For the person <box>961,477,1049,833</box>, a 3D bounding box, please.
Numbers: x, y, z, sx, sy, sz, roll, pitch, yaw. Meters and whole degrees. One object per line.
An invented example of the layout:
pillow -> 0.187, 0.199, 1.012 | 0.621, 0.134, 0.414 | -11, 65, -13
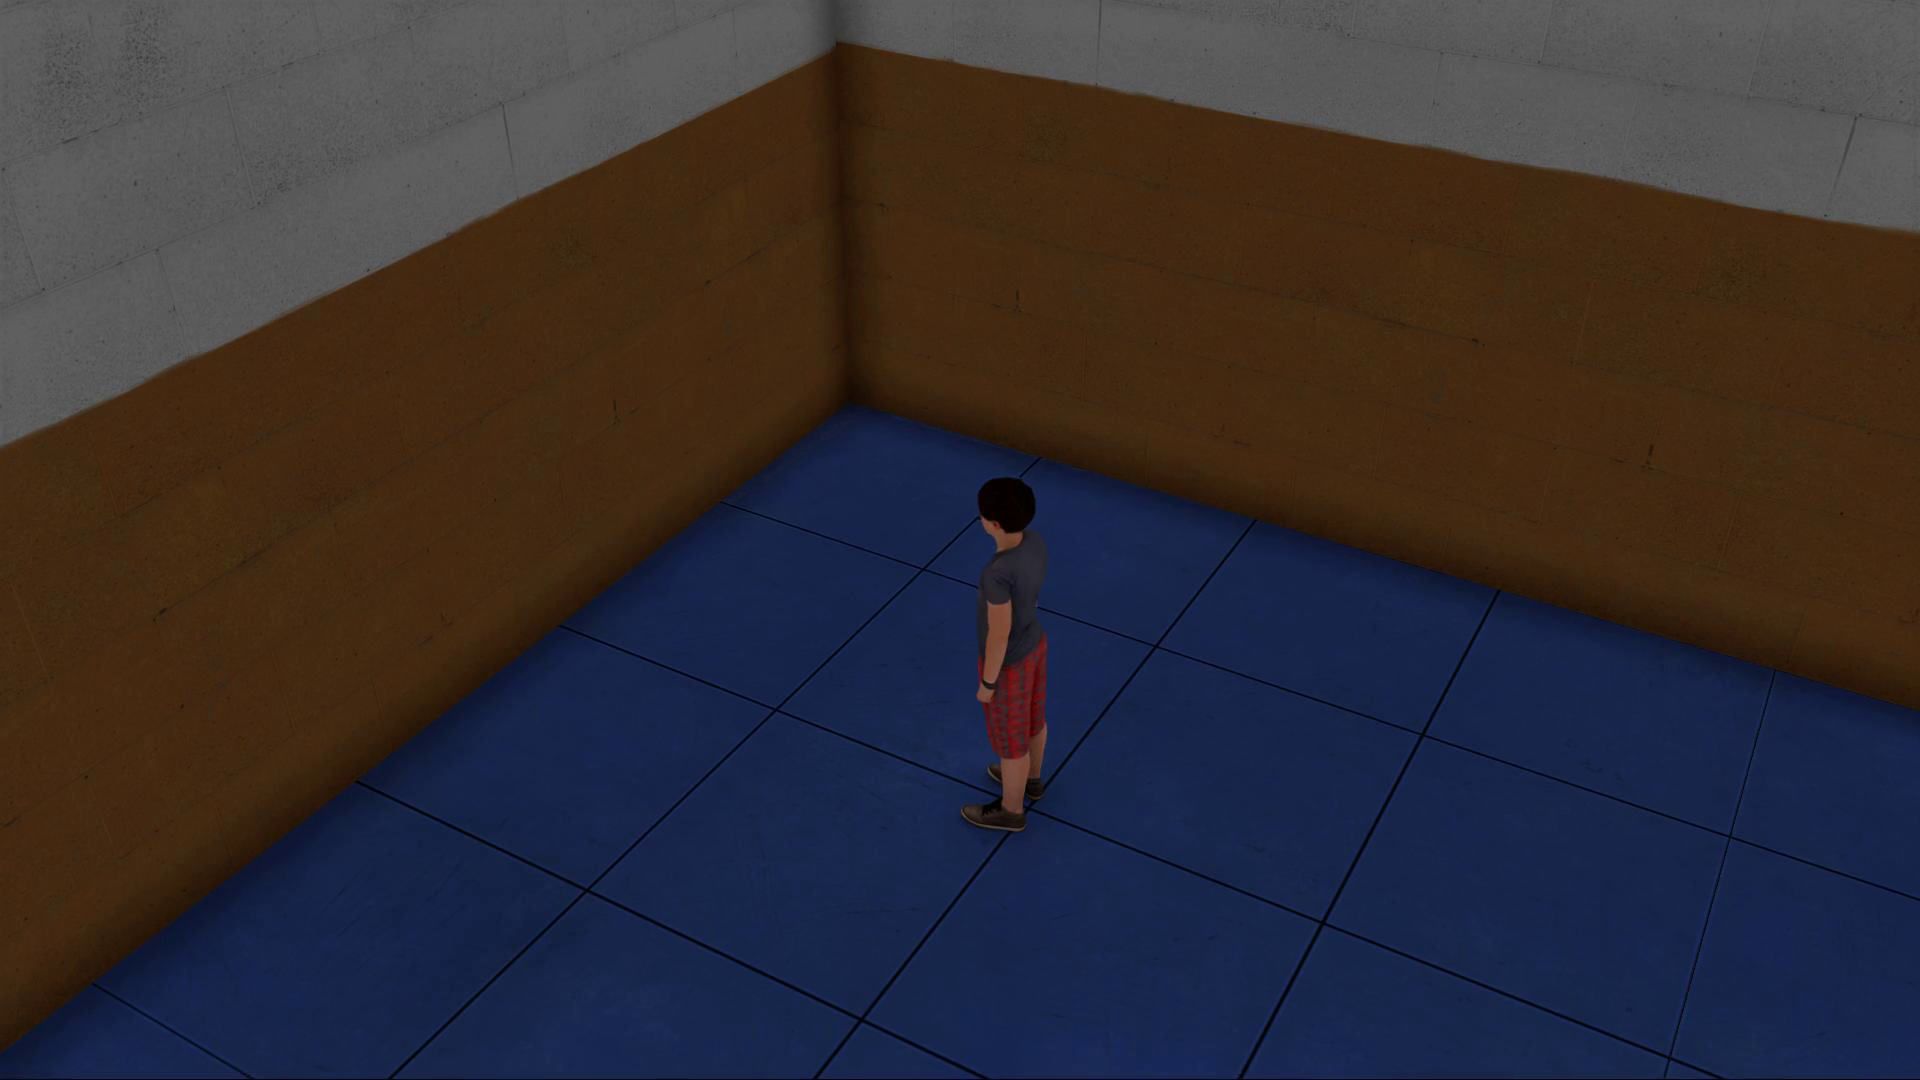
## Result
person -> 0.218, 0.475, 6.740 | 0.642, 1.650, 0.467 | 16, 37, 23
